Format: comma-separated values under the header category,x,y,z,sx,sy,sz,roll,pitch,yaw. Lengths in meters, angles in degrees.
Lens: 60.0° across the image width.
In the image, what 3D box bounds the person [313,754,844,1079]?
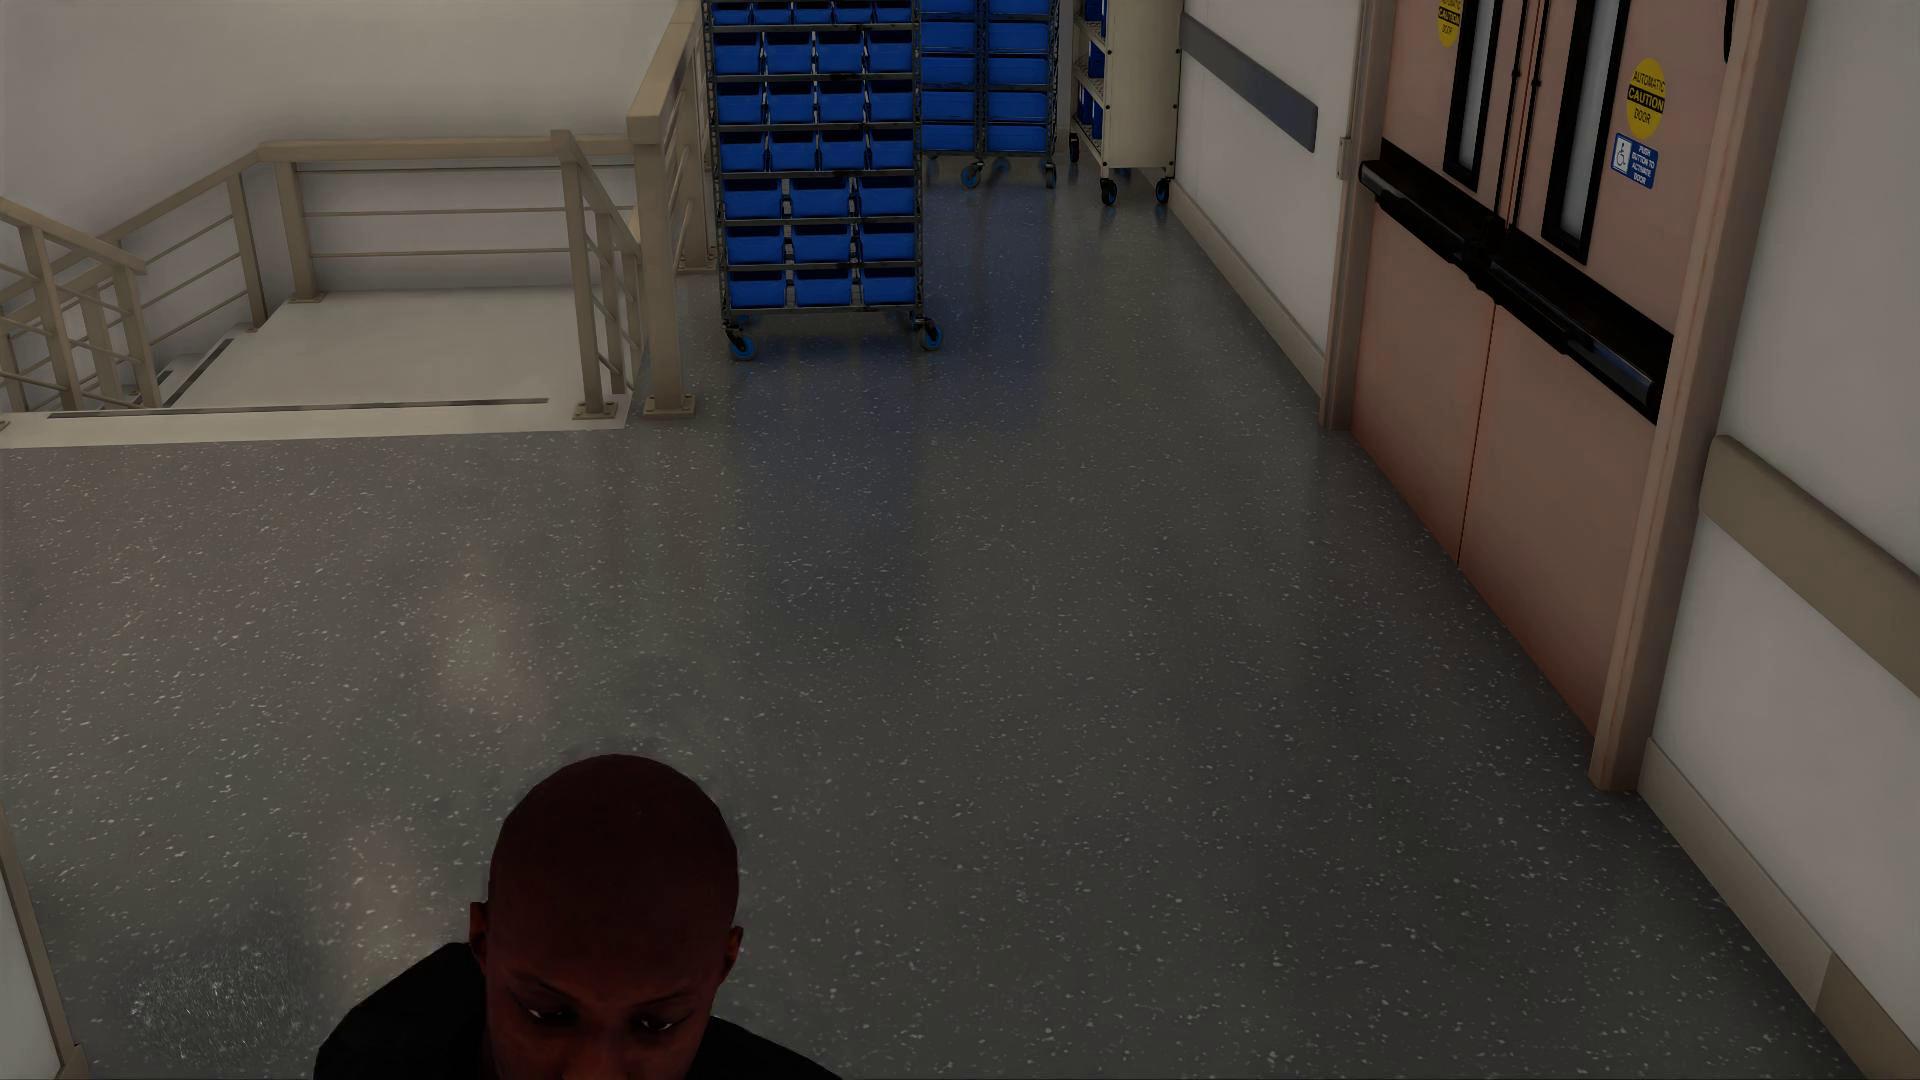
category,x,y,z,sx,sy,sz,roll,pitch,yaw
person,-0.316,0.895,1.619,0.839,1.783,1.141,5,26,11
